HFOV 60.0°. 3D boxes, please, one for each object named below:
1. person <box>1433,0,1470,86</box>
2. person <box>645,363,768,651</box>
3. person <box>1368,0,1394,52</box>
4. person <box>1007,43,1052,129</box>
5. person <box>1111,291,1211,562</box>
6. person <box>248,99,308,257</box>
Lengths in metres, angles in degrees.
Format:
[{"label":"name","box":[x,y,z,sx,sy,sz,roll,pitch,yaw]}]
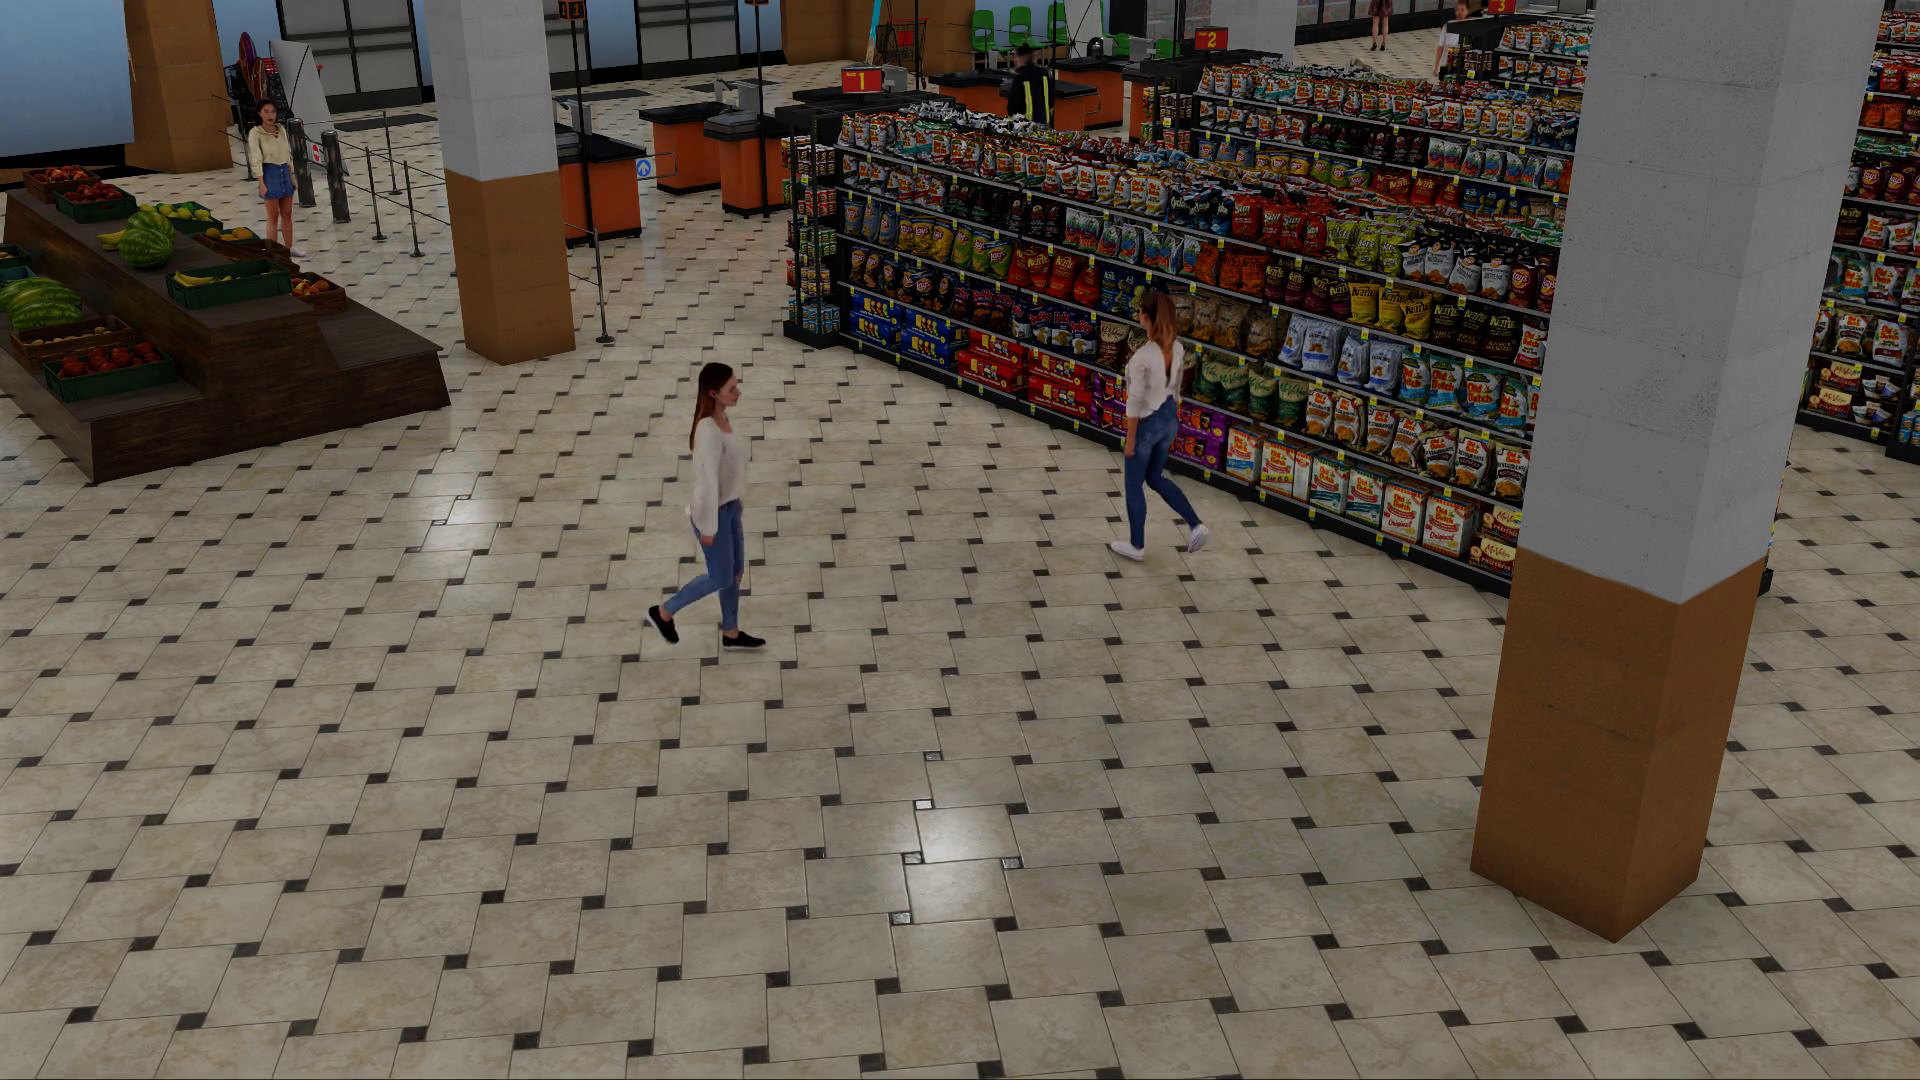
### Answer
[{"label":"person","box":[7.127,-6.830,24.002,1.137,1.824,0.956,14,27,28]},{"label":"person","box":[-1.383,-0.126,8.870,0.995,1.672,0.949,-1,24,-2]},{"label":"person","box":[8.155,-10.380,32.173,0.802,1.776,0.849,-2,24,-4]},{"label":"person","box":[0.826,-4.932,19.603,0.799,1.873,0.725,-9,25,-19]},{"label":"person","box":[1.222,-0.631,9.979,0.903,1.708,0.662,21,31,39]},{"label":"person","box":[-7.032,-3.699,17.088,0.669,1.630,0.707,12,26,25]}]
